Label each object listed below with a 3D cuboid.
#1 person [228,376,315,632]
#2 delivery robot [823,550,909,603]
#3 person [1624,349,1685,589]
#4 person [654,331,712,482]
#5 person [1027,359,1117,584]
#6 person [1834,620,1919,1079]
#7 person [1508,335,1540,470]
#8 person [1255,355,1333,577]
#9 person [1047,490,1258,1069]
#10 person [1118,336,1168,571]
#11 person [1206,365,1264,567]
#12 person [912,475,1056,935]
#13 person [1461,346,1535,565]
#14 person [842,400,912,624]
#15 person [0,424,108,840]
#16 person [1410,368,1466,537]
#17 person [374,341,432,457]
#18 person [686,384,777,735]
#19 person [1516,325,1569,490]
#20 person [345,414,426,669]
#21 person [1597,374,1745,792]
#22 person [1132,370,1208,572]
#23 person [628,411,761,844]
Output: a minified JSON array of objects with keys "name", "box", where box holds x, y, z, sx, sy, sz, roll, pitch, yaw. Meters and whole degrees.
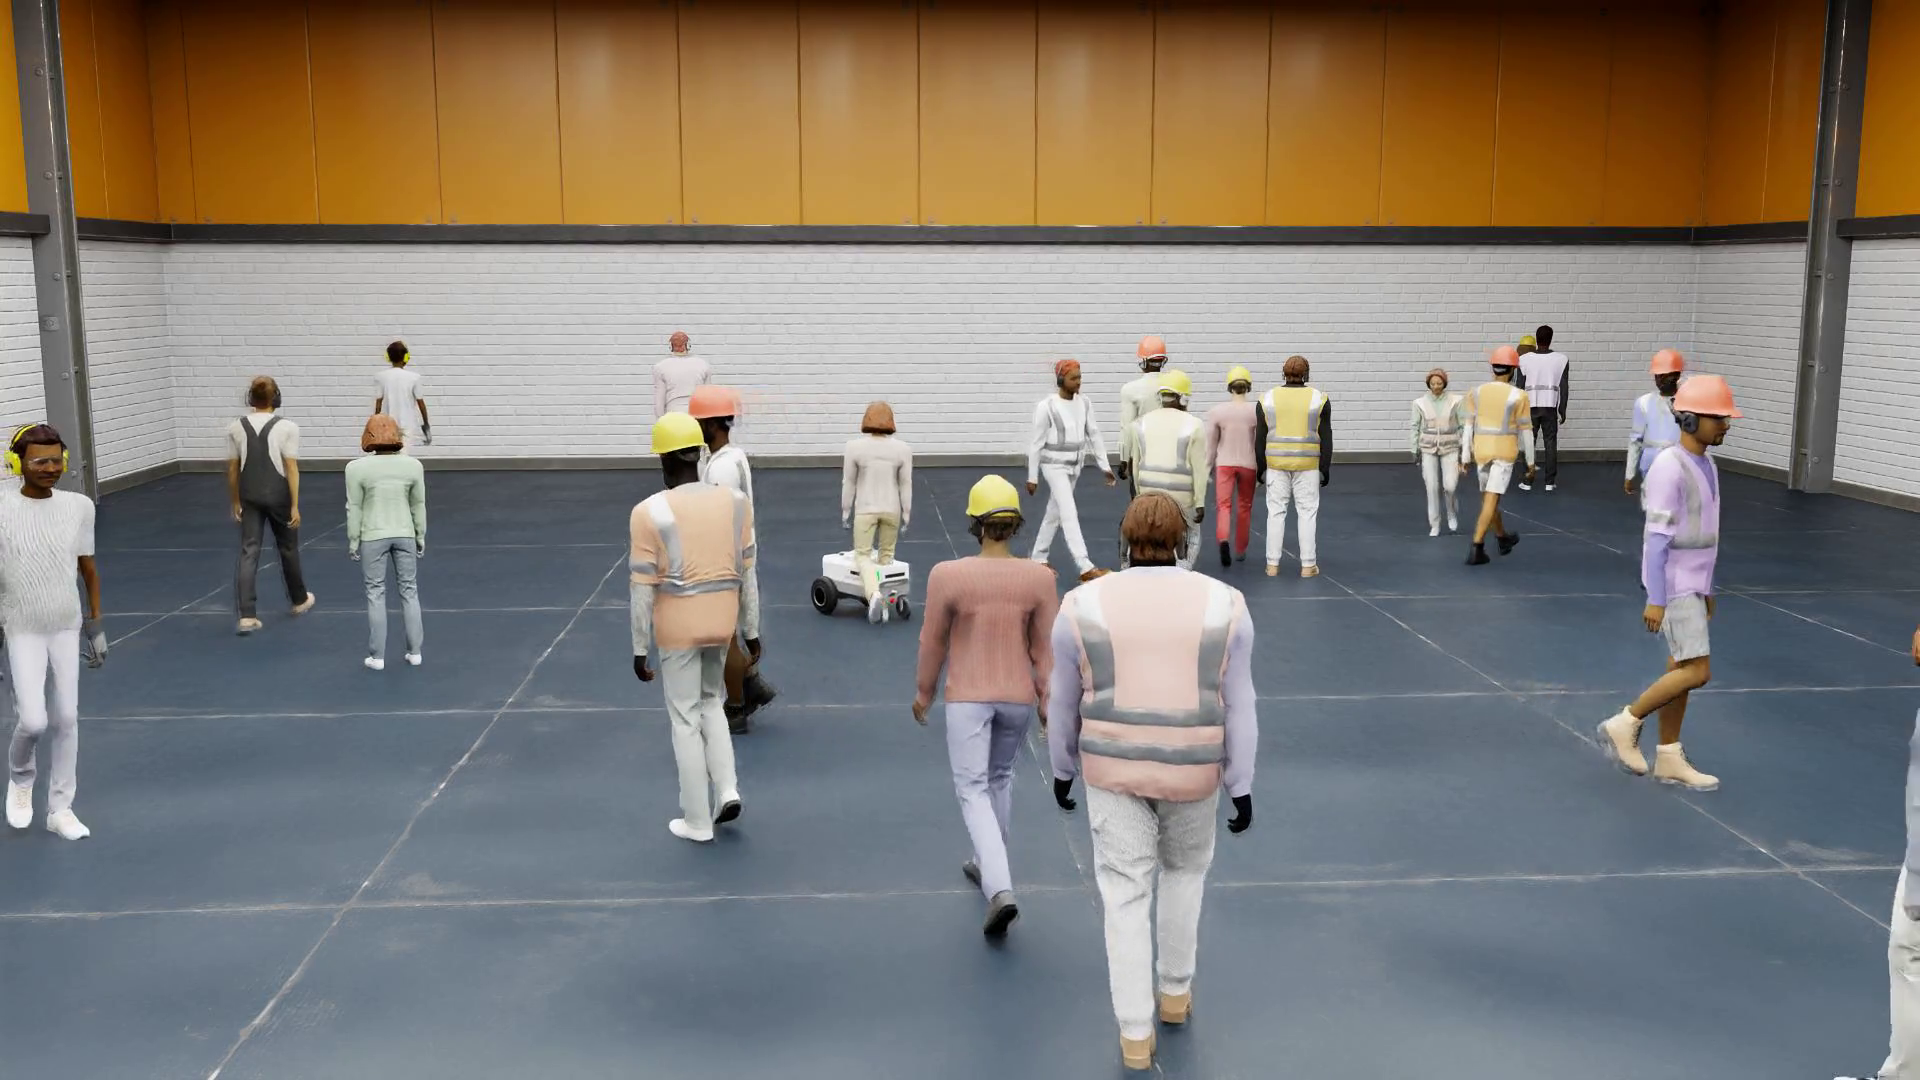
[{"name":"person","box":[-4.950,-0.271,11.869,0.538,1.791,1.001,0,9,-3]},{"name":"delivery robot","box":[-0.692,0.241,12.204,0.477,0.478,0.707,-8,12,-40]},{"name":"person","box":[5.526,-0.538,13.113,0.511,1.915,0.564,-9,13,-44]},{"name":"person","box":[-2.976,-1.287,17.882,0.636,1.903,0.405,-4,10,-22]},{"name":"person","box":[0.878,-0.547,13.467,1.014,1.828,0.592,9,12,43]},{"name":"person","box":[2.898,0.932,4.798,0.512,1.619,0.528,-6,11,-33]},{"name":"person","box":[7.234,-1.751,21.313,0.484,1.736,0.308,7,12,39]},{"name":"person","box":[2.765,-0.608,13.798,0.633,1.842,0.429,3,9,16]},{"name":"person","box":[0.615,0.735,5.424,0.661,1.817,0.728,1,9,4]},{"name":"person","box":[1.600,-0.701,13.899,0.611,1.997,0.375,-3,10,-20]},{"name":"person","box":[2.367,-0.631,14.292,0.524,1.738,0.781,2,9,13]},{"name":"person","box":[0.133,0.616,6.462,0.532,1.732,0.858,-3,10,-18]},{"name":"person","box":[4.732,-0.747,14.539,0.571,1.877,1.000,9,13,44]},{"name":"person","box":[-0.575,-0.183,11.826,0.506,1.617,0.569,-2,9,-13]},{"name":"person","box":[-4.038,0.413,7.337,0.428,1.854,0.525,7,12,39]},{"name":"person","box":[4.571,-0.833,15.879,0.542,1.620,0.386,4,10,22]},{"name":"person","box":[-5.847,-1.164,17.427,0.531,1.820,0.999,0,9,2]},{"name":"person","box":[-1.298,0.122,8.986,0.396,1.923,0.542,-1,9,-6]},{"name":"person","box":[6.758,-1.530,19.349,0.593,1.920,0.392,2,9,14]},{"name":"person","box":[-3.649,0.008,10.617,0.494,1.623,0.293,-7,11,-36]},{"name":"person","box":[3.481,0.214,8.046,0.477,2.030,0.634,7,12,39]},{"name":"person","box":[1.520,-0.318,12.062,0.622,1.808,0.442,5,10,30]},{"name":"person","box":[-1.184,0.388,7.330,0.615,1.904,0.426,-7,12,-39]}]
